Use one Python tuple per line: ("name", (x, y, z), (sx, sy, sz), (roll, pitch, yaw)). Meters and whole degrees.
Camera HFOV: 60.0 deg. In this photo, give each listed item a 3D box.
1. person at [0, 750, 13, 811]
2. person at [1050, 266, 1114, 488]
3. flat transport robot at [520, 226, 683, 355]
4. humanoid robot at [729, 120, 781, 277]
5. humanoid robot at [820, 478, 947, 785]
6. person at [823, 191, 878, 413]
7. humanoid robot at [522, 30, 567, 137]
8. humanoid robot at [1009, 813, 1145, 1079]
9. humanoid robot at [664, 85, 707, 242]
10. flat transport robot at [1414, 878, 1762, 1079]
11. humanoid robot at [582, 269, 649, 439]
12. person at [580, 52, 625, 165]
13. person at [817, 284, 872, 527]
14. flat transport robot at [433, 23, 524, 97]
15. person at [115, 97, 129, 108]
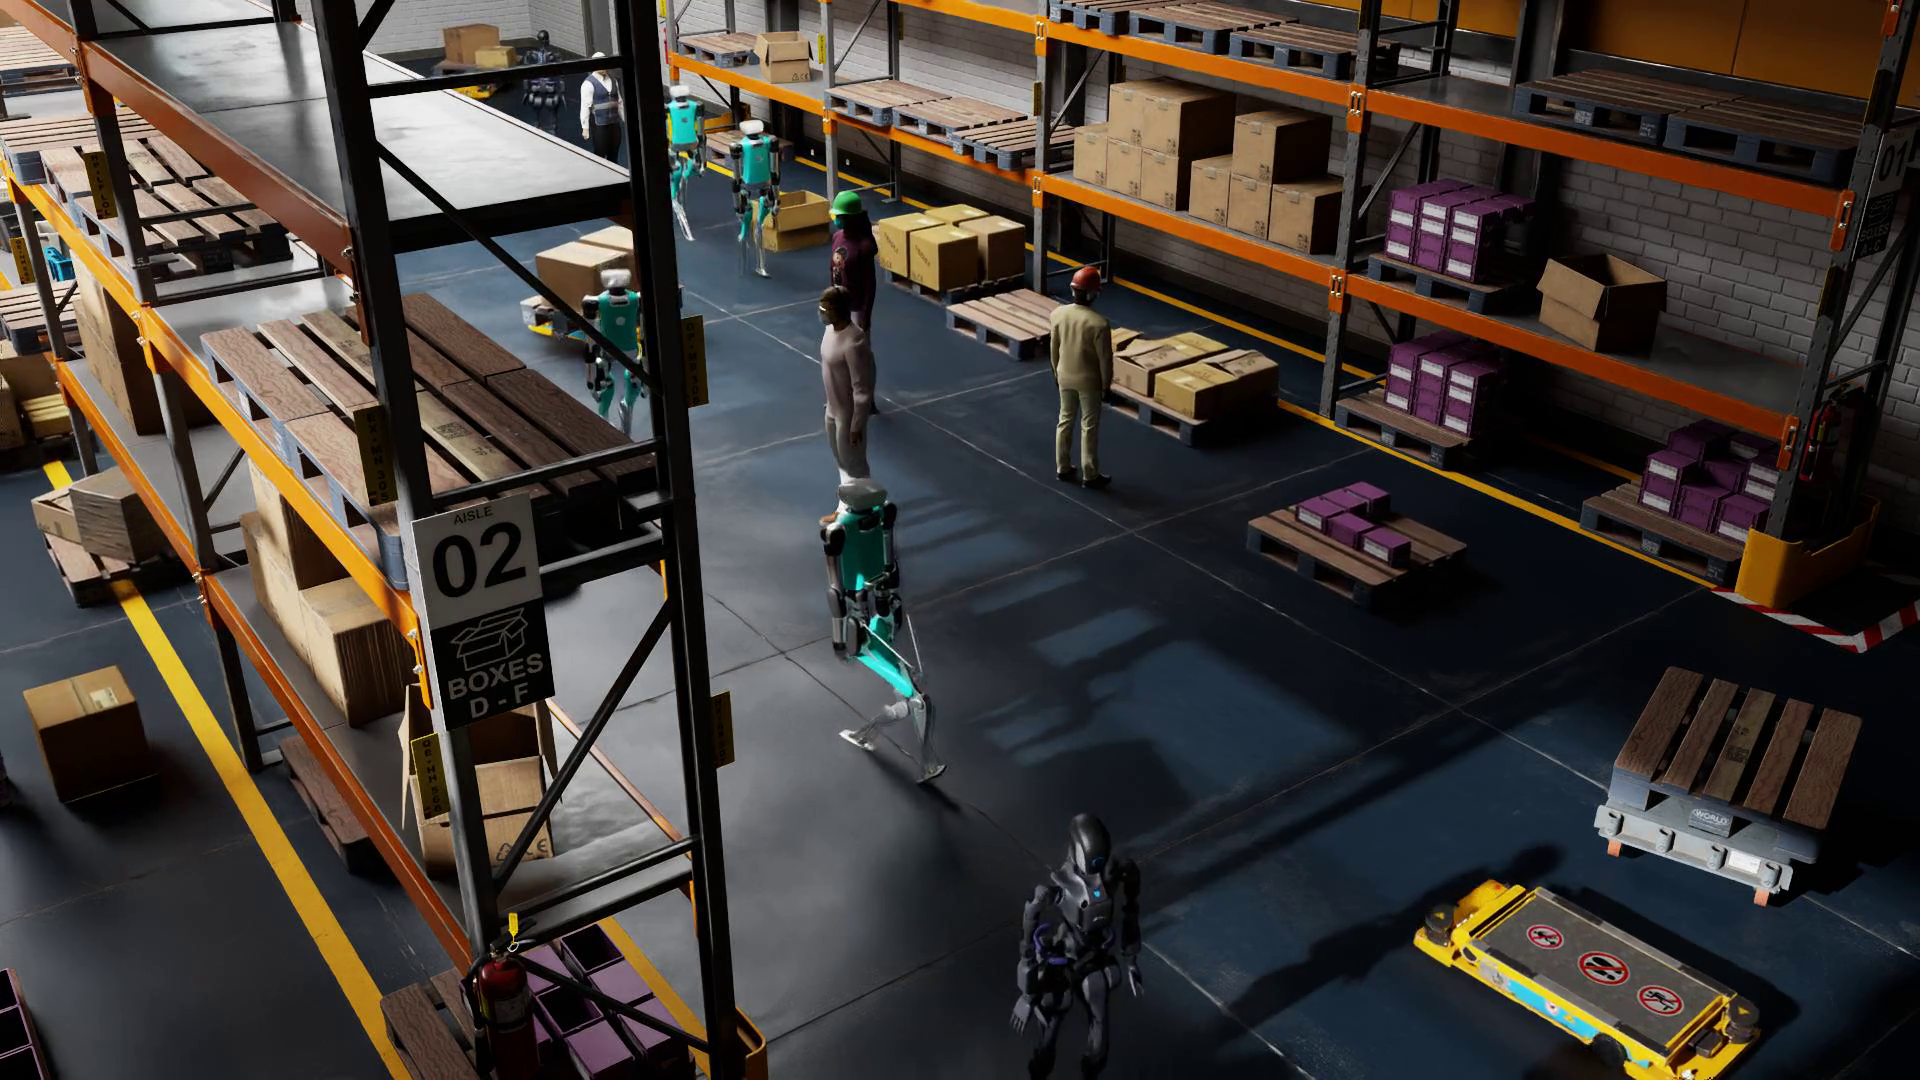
("person", (-5.511, 0.626, 8.920), (0.403, 1.907, 0.643), (-13, 29, -23))
("person", (0.952, -1.253, 12.832), (0.558, 1.745, 0.329), (20, 33, 34))
("flat transport robot", (-3.436, -2.077, 16.118), (1.431, 0.231, 0.659), (15, 31, 28))
("humanoid robot", (-2.212, -3.523, 17.480), (0.558, 1.872, 0.813), (-14, 30, -25))
("humanoid robot", (-0.314, 0.569, 9.266), (1.004, 1.779, 0.530), (20, 33, 34))
("person", (-0.902, -2.001, 14.096), (0.487, 1.952, 0.417), (24, 35, 39))
("humanoid robot", (-5.596, -5.988, 22.328), (0.599, 1.638, 0.390), (-3, 27, -6))
("humanoid robot", (0.479, 1.776, 6.902), (0.609, 1.639, 0.390), (-13, 29, -24))
("humanoid robot", (-3.242, -4.385, 19.090), (0.533, 1.770, 0.962), (-12, 29, -22))
("flat transport robot", (2.946, 2.071, 7.867), (0.659, 0.231, 1.431), (-21, 34, -36))
("humanoid robot", (-2.700, -1.317, 13.035), (0.554, 1.832, 0.898), (-10, 28, -19))
("person", (-4.380, -5.112, 20.496), (0.431, 1.758, 0.750), (18, 32, 32))
("person", (-0.818, -0.903, 11.929), (0.351, 1.936, 0.634), (-10, 28, -20))
("flat transport robot", (-7.625, -7.285, 26.478), (0.659, 0.231, 1.431), (1, 27, 2))
("person", (-10.677, -5.507, 21.024), (0.624, 1.991, 0.377), (5, 27, 9))
